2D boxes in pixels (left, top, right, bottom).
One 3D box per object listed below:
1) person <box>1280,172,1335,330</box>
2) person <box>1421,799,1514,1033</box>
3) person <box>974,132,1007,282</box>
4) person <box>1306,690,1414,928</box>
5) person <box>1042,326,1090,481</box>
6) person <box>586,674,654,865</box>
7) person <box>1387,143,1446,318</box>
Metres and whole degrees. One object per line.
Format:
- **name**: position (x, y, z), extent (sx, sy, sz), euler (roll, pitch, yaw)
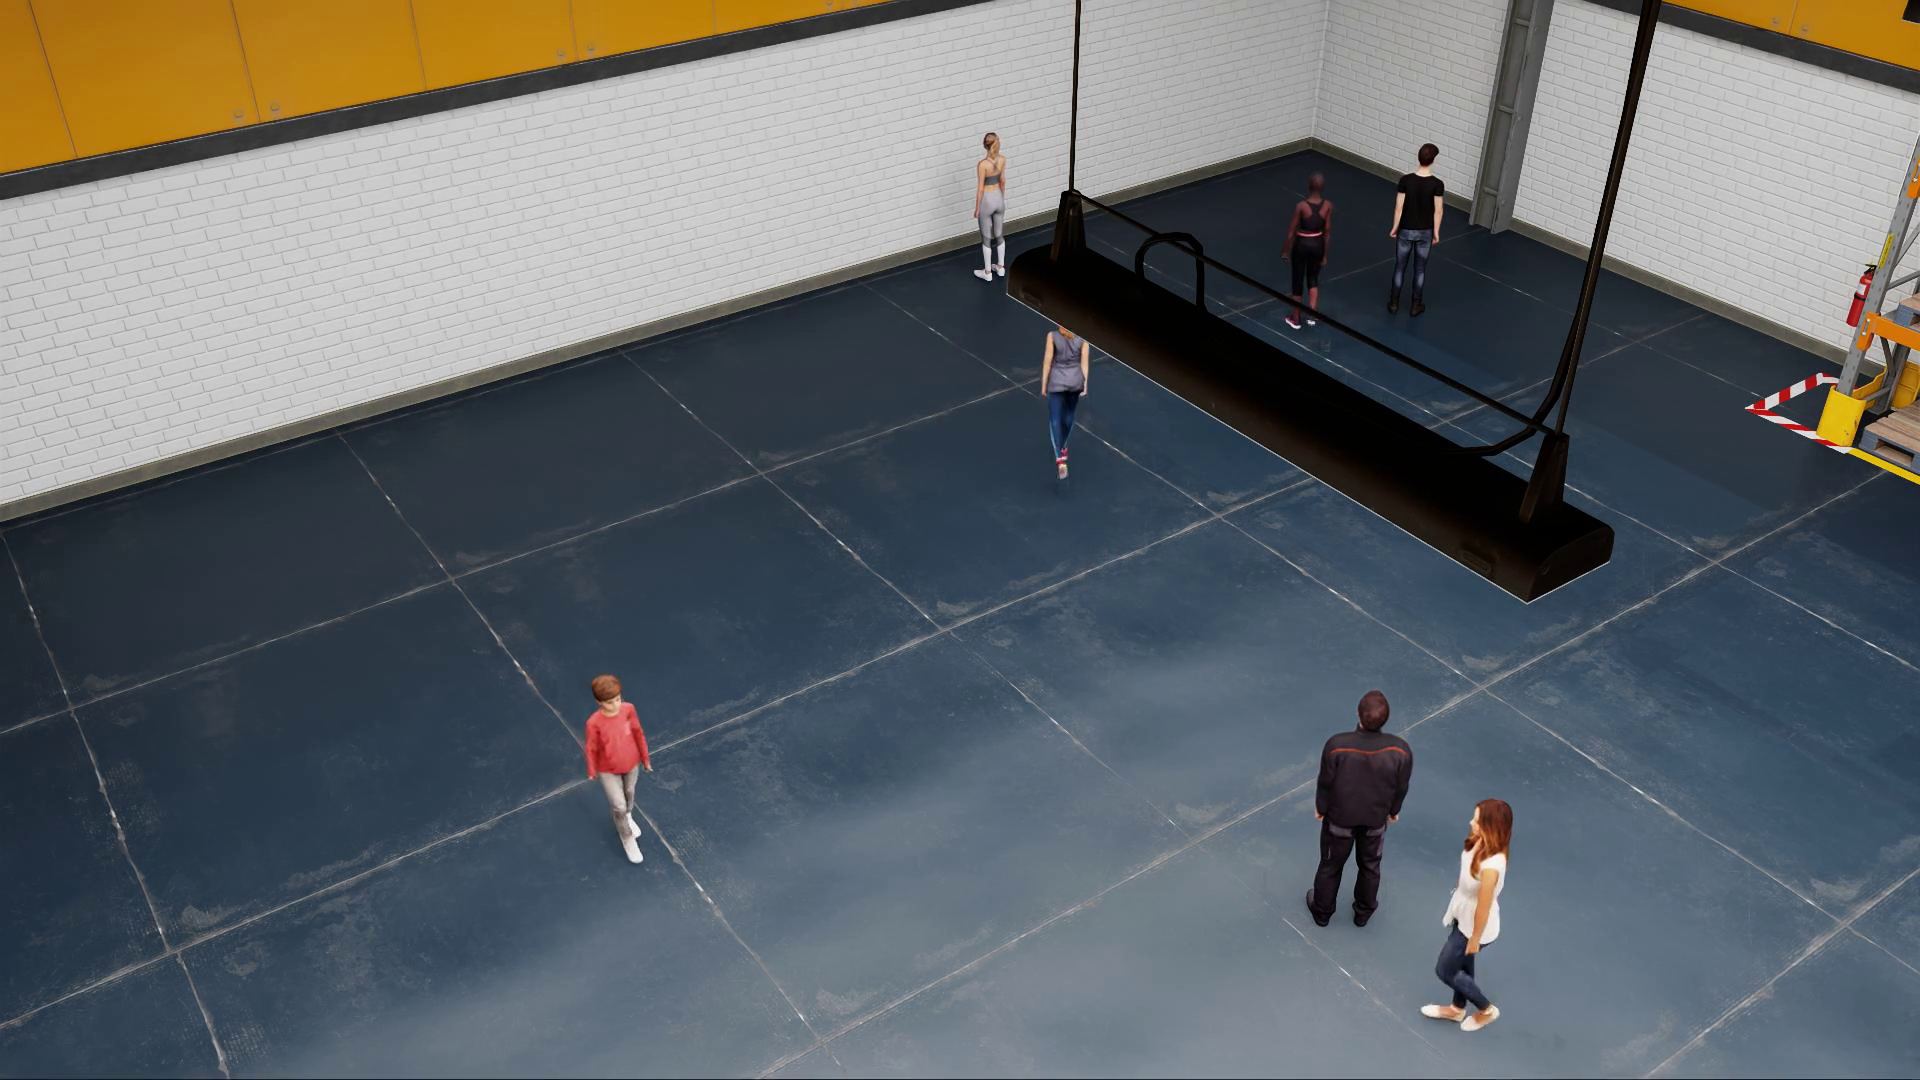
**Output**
- **person**: position (3.678, -3.006, 17.531), extent (0.745, 1.753, 0.802), euler (-5, 34, -7)
- **person**: position (3.083, 2.206, 9.668), extent (0.822, 1.777, 0.764), euler (8, 34, 12)
- **person**: position (0.348, -3.762, 18.715), extent (0.574, 1.703, 0.523), euler (-23, 40, -31)
- **person**: position (2.479, 1.696, 10.381), extent (0.791, 1.839, 0.813), euler (2, 34, 3)
- **person**: position (0.957, -1.347, 15.084), extent (0.935, 1.700, 1.139), euler (-2, 34, -3)
- **person**: position (-2.322, 1.450, 11.146), extent (0.553, 1.401, 0.718), euler (-24, 40, -31)
- **person**: position (4.901, -3.327, 17.886), extent (0.715, 1.896, 0.822), euler (12, 35, 17)
